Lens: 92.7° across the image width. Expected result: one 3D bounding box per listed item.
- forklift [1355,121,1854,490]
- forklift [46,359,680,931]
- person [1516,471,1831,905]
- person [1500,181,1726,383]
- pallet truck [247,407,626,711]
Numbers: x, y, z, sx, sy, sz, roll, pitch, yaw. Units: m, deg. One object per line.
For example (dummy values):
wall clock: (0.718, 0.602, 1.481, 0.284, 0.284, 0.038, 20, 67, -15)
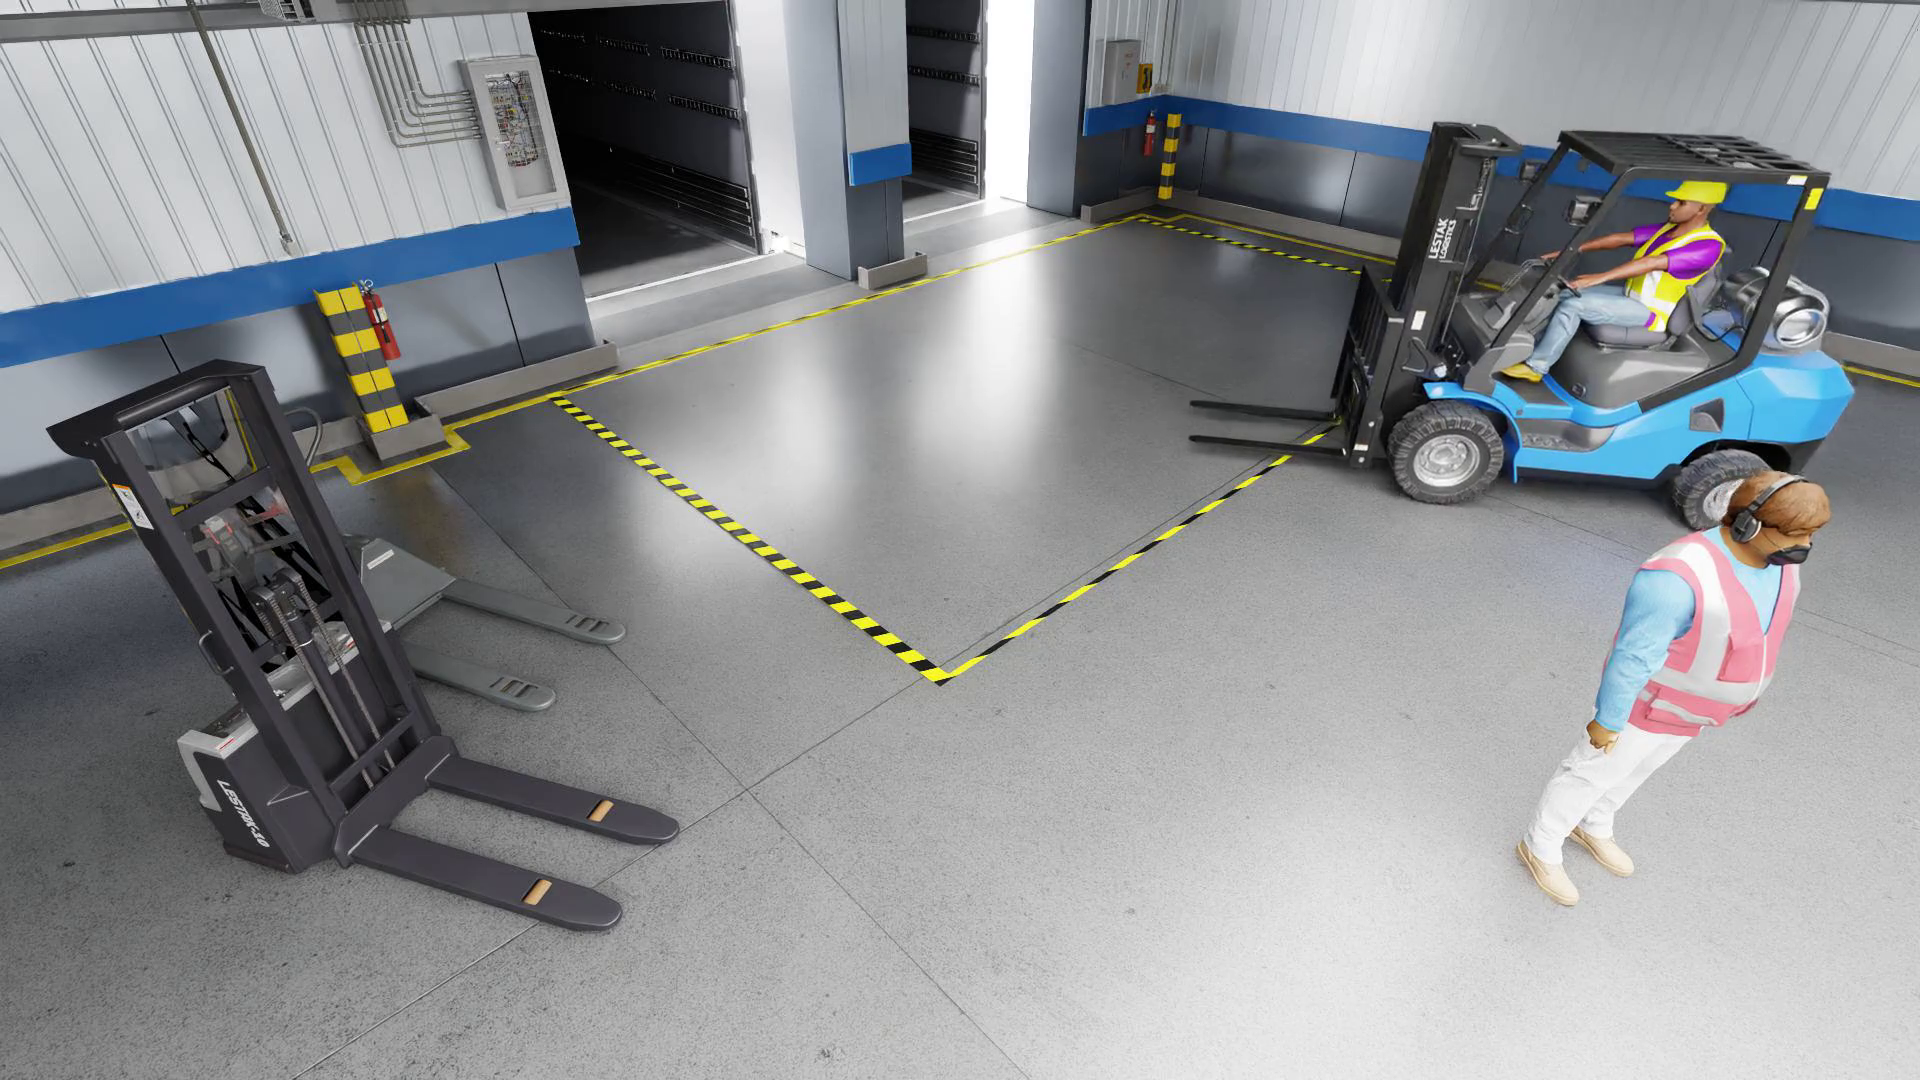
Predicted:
forklift: (4.033, -1.448, 5.788, 2.680, 2.036, 1.157, 7, 35, 10)
forklift: (-2.135, 0.422, 3.354, 1.885, 1.965, 0.823, 10, 35, 14)
person: (2.519, 0.570, 3.273, 0.636, 1.841, 0.429, -13, 36, -18)
person: (3.976, -1.614, 5.699, 1.004, 1.294, 0.635, 7, 35, 10)
pallet truck: (-2.628, 0.038, 4.590, 1.601, 1.201, 0.680, 12, 36, 18)
